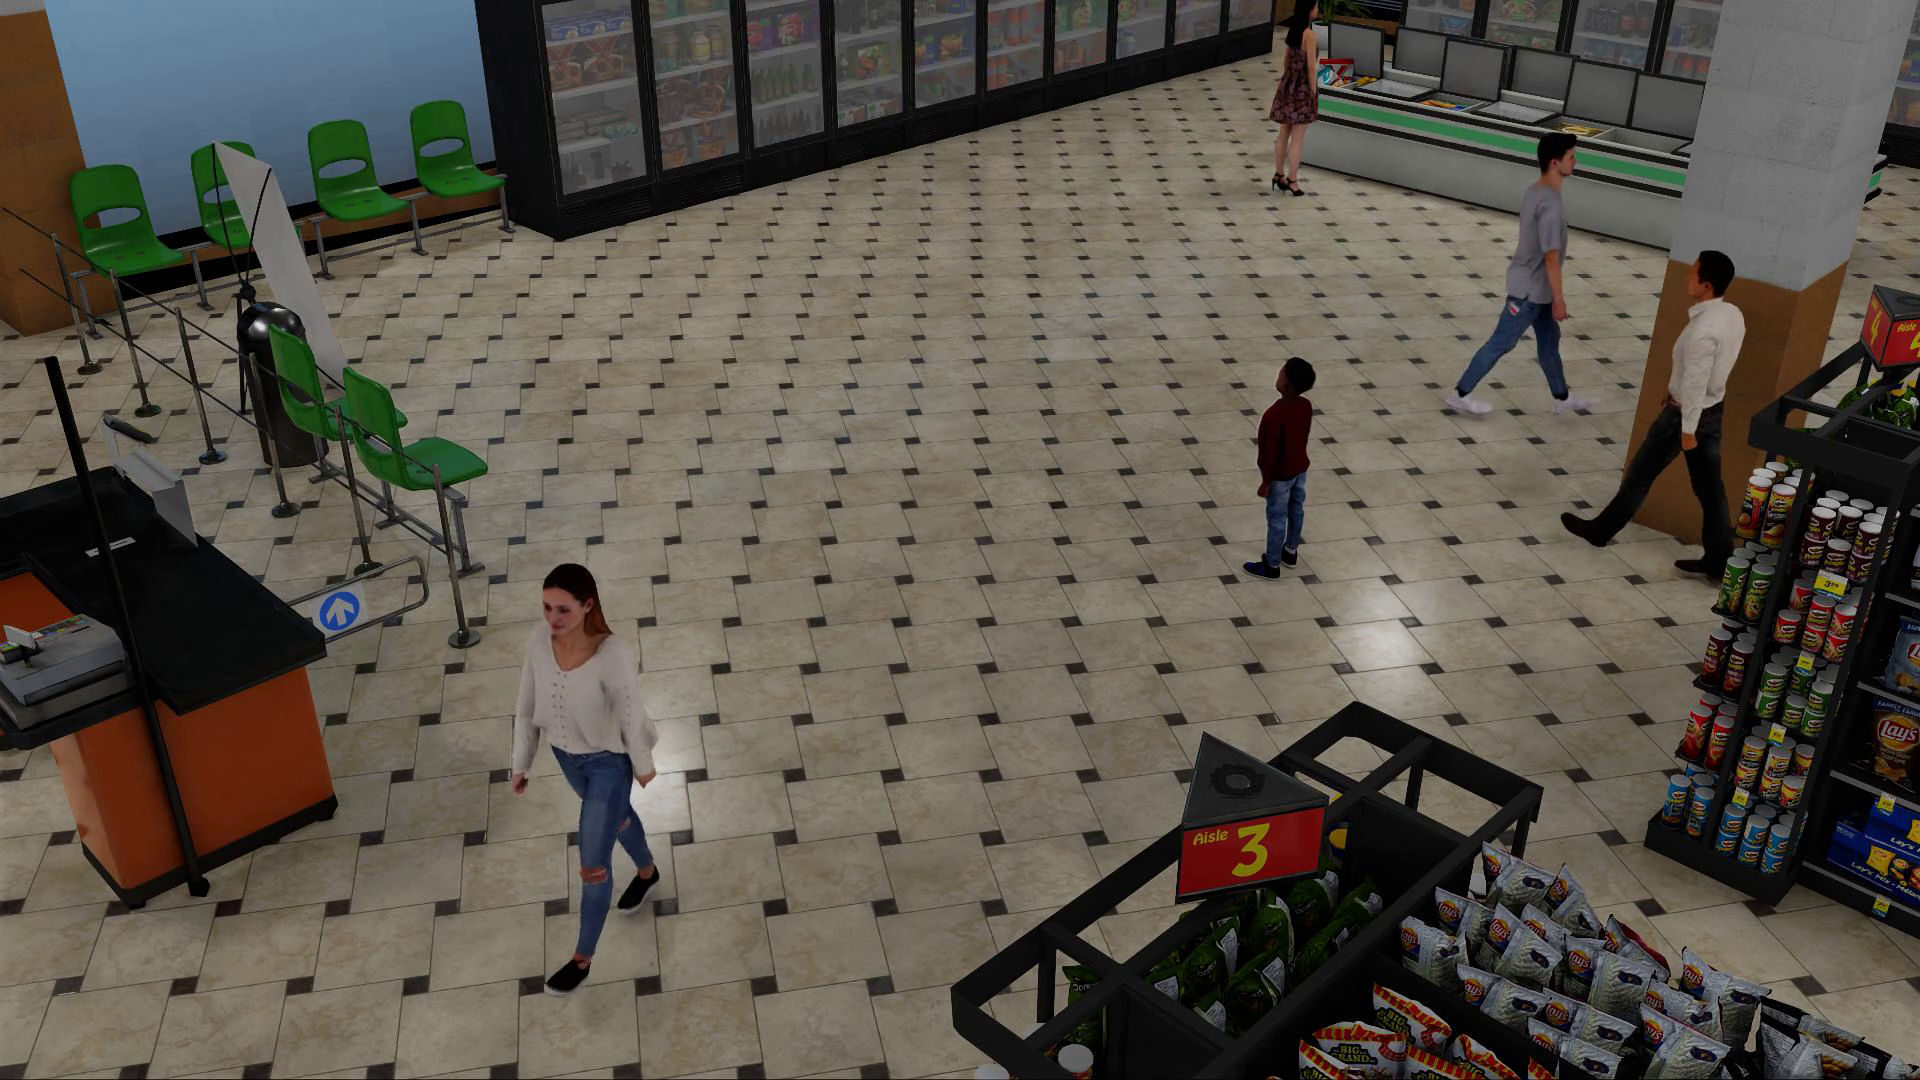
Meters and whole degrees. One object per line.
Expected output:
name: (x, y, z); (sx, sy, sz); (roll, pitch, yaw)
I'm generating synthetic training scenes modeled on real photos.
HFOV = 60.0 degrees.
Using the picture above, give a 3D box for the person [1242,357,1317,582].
person: (1.733, -0.384, 8.835); (0.499, 1.256, 0.480); (-25, 37, -38)

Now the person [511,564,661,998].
person: (-1.332, 0.794, 6.265); (1.069, 1.651, 0.906); (14, 32, 24)

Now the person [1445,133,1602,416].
person: (3.510, -1.602, 10.459); (1.304, 1.838, 1.102); (7, 29, 12)

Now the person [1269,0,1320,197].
person: (3.027, -3.987, 14.894); (0.826, 1.773, 0.731); (-12, 31, -21)

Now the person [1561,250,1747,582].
person: (3.920, -0.597, 8.697); (1.134, 1.762, 0.693); (24, 36, 36)
